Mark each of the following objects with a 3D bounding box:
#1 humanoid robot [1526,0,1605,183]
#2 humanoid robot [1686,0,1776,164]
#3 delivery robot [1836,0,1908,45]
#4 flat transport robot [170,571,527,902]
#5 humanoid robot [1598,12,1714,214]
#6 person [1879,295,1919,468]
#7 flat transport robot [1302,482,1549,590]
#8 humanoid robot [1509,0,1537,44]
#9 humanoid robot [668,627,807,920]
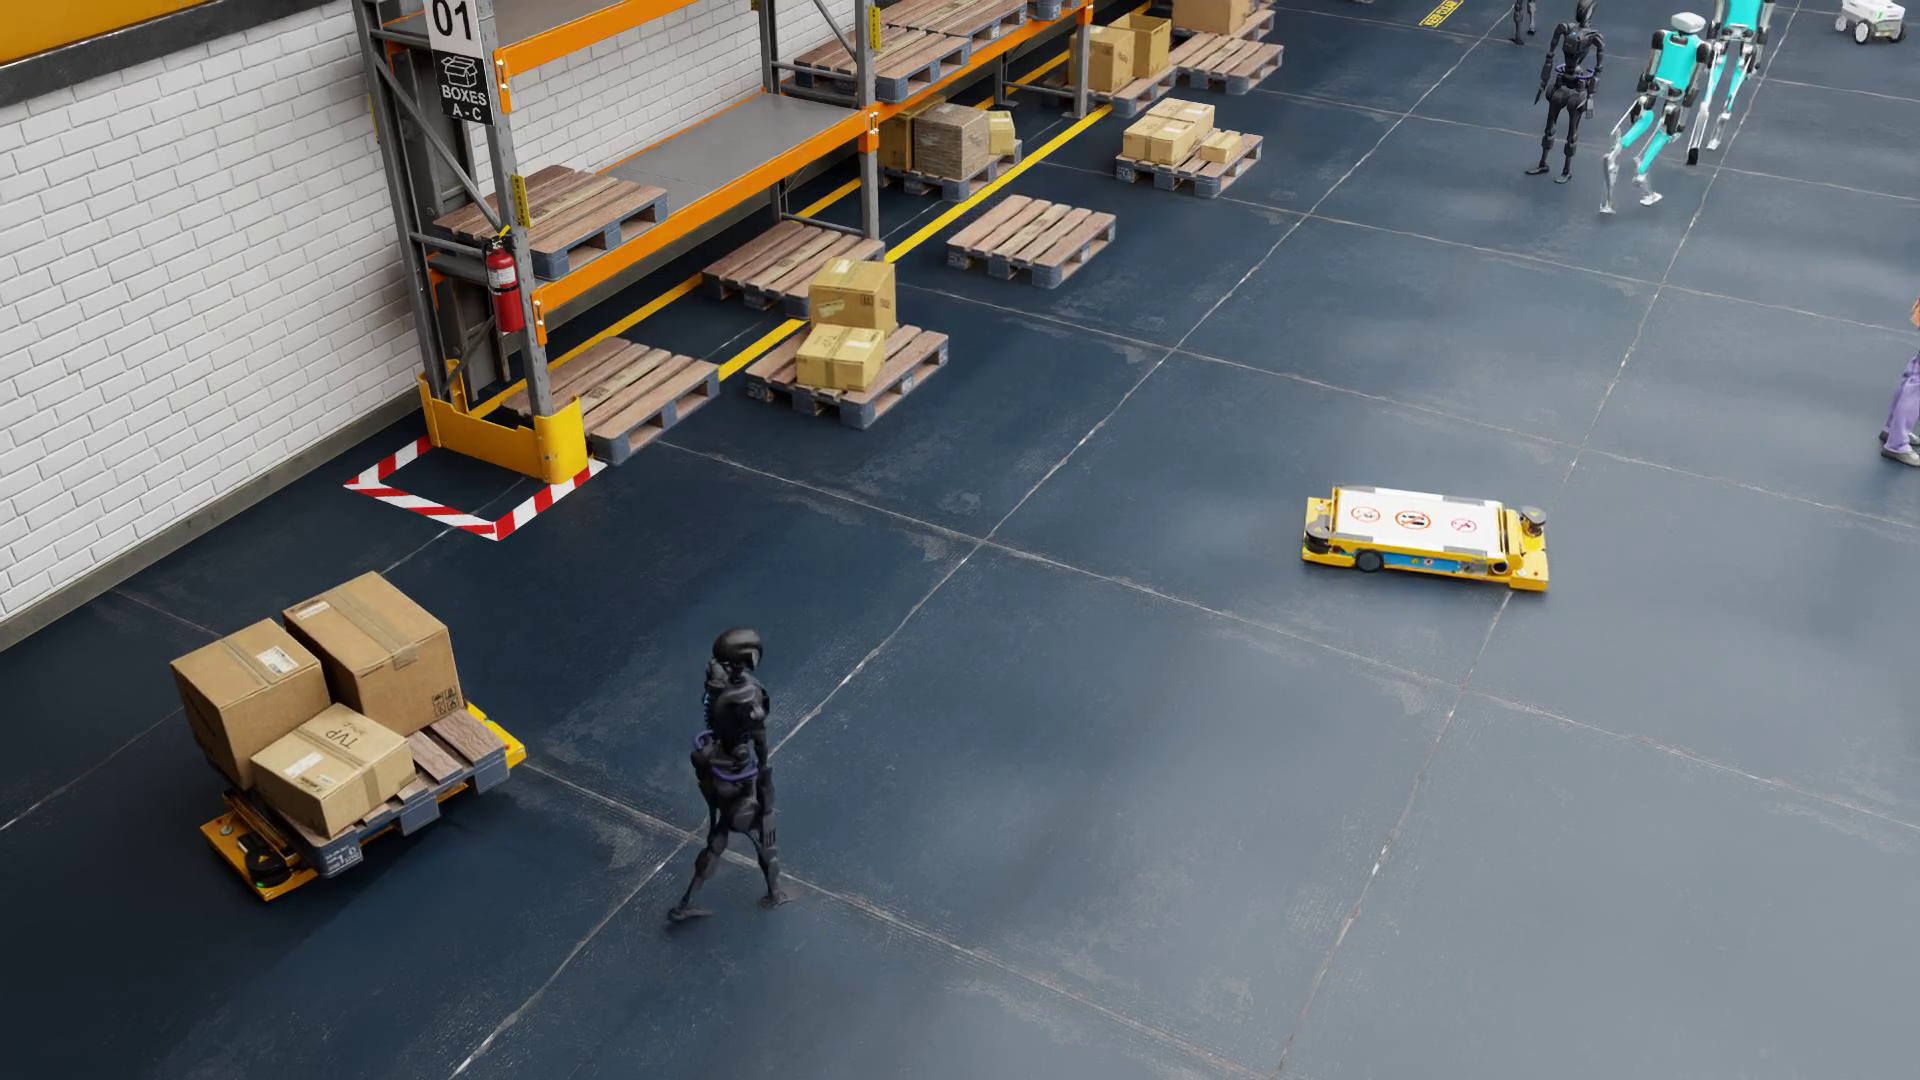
[{"bbox_3d":[5.503,-4.064,15.005,0.315,1.659,0.599,-24,40,-31],"label":"humanoid robot"},{"bbox_3d":[7.124,-4.392,15.488,0.559,1.796,0.934,18,38,25],"label":"humanoid robot"},{"bbox_3d":[10.382,-5.966,18.919,0.499,0.599,0.784,-5,34,-8],"label":"delivery robot"},{"bbox_3d":[-2.964,1.219,8.303,0.659,0.231,1.431,28,43,35],"label":"flat transport robot"},{"bbox_3d":[5.878,-3.574,14.252,0.995,1.755,0.559,-23,40,-31],"label":"humanoid robot"},{"bbox_3d":[6.377,-1.382,10.809,0.392,1.845,0.562,16,37,22],"label":"person"},{"bbox_3d":[2.845,-0.026,10.187,1.431,0.231,0.659,7,34,11],"label":"flat transport robot"},{"bbox_3d":[6.375,-6.400,18.555,0.610,1.652,0.357,-5,34,-7],"label":"humanoid robot"},{"bbox_3d":[-1.020,1.038,7.347,0.657,1.646,0.616,-13,36,-18],"label":"humanoid robot"}]
